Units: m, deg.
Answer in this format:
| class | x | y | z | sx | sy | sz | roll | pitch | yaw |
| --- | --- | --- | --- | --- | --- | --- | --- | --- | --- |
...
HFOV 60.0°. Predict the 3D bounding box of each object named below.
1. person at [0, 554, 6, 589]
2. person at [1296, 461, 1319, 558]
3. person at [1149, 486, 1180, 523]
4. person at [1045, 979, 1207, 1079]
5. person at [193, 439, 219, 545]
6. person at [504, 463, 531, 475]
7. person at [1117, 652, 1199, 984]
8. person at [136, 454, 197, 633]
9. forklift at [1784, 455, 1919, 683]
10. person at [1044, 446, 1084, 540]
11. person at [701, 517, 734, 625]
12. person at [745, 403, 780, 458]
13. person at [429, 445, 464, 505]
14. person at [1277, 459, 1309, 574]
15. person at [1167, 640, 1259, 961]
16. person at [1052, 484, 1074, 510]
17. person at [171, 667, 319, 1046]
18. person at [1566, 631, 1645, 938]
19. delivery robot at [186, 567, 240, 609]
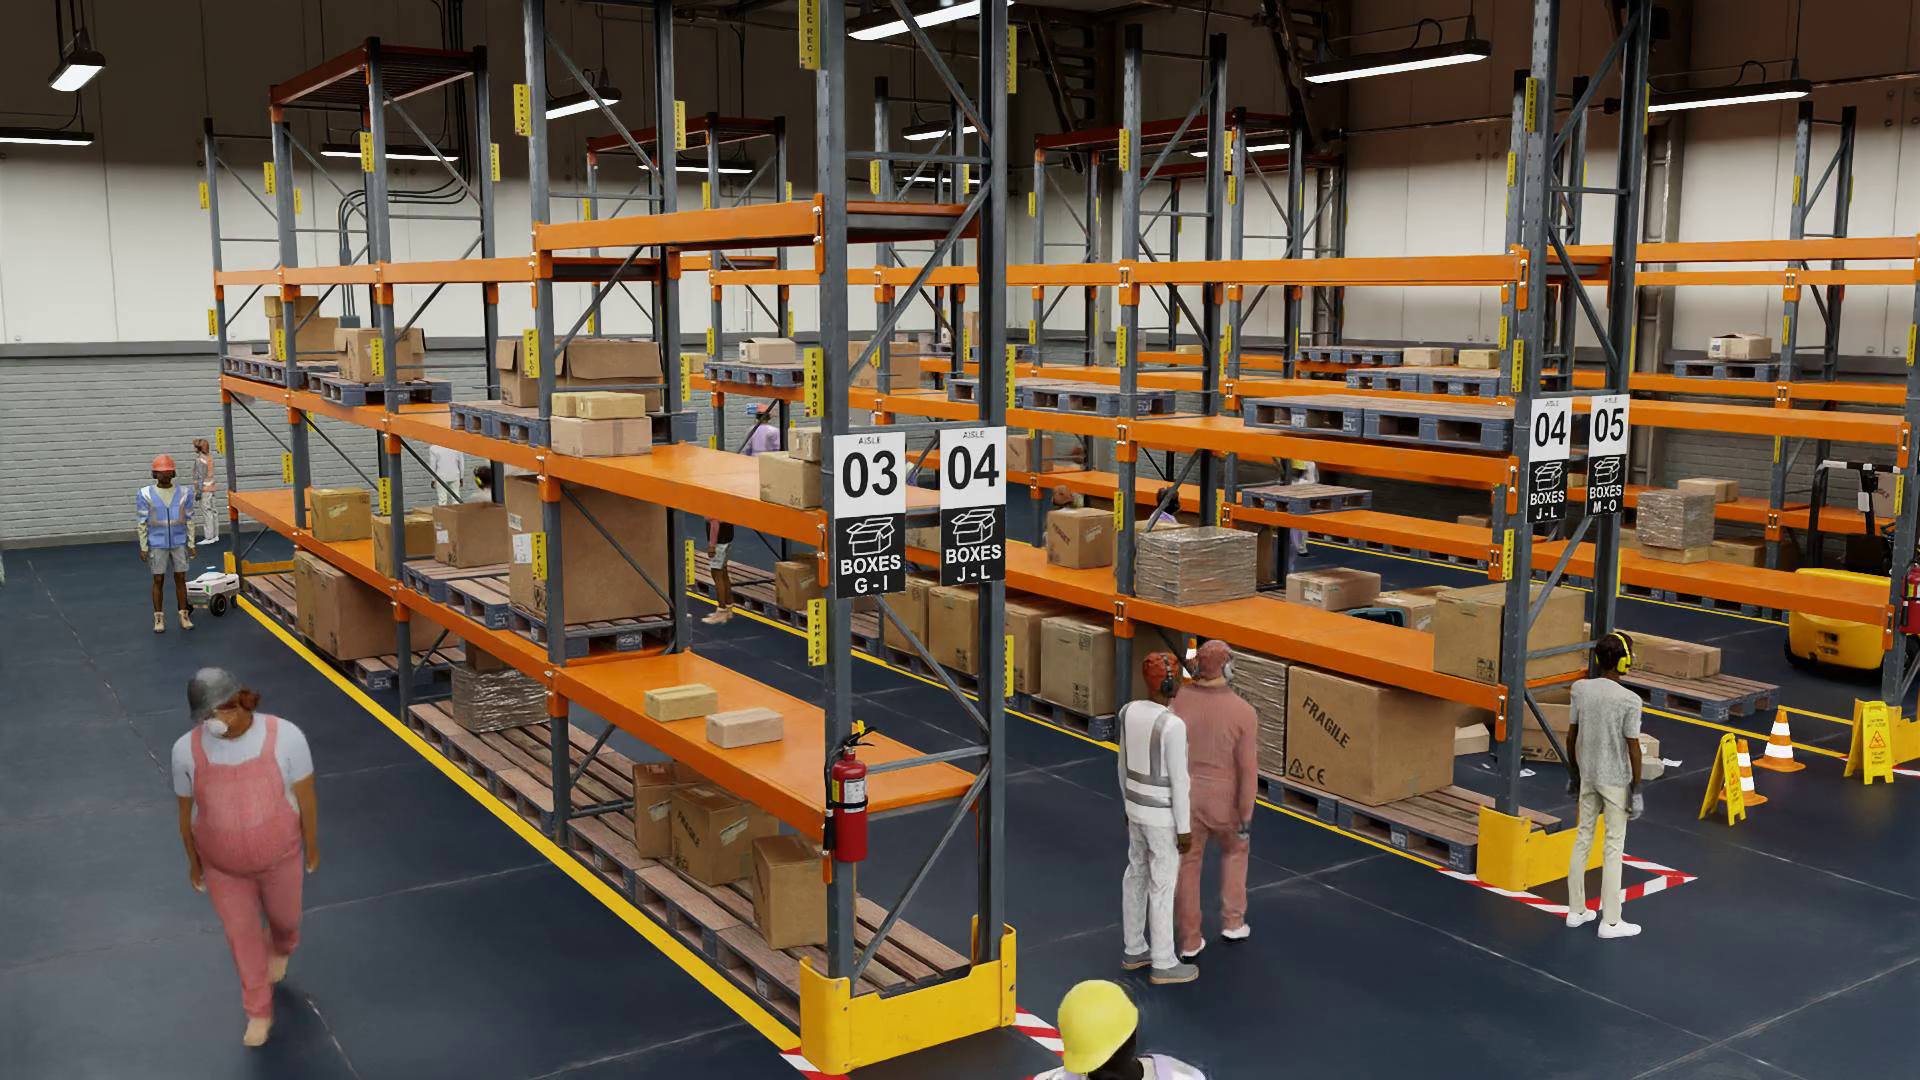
| class | x | y | z | sx | sy | sz | roll | pitch | yaw |
| --- | --- | --- | --- | --- | --- | --- | --- | --- | --- |
| person | -10.641 | 0.423 | 17.974 | 0.706 | 1.603 | 0.501 | 7 | 11 | 41 |
| person | 5.047 | -0.641 | 24.366 | 0.405 | 1.823 | 0.588 | -3 | 9 | -16 |
| person | 2.193 | 0.344 | 17.732 | 0.430 | 1.845 | 0.619 | 2 | 9 | 14 |
| person | 0.540 | 2.220 | 5.132 | 0.697 | 1.874 | 0.429 | -2 | 9 | -11 |
| person | -11.644 | -0.747 | 25.657 | 0.310 | 1.642 | 0.514 | -1 | 9 | -3 |
| person | -6.435 | -0.656 | 24.212 | 0.678 | 1.889 | 0.462 | 4 | 9 | 26 |
| person | 1.118 | 1.566 | 9.456 | 0.357 | 1.883 | 0.573 | -5 | 10 | -28 |
| person | -9.088 | 0.038 | 19.092 | 0.607 | 2.048 | 0.369 | -6 | 10 | -35 |
| forklift | 9.643 | 0.253 | 17.172 | 2.313 | 2.155 | 1.214 | -6 | 10 | -33 |
| person | 1.680 | -0.635 | 25.092 | 0.771 | 1.597 | 0.540 | 1 | 9 | 5 |
| person | -2.864 | -0.018 | 19.545 | 0.408 | 2.029 | 0.614 | 0 | 9 | 3 |
| person | -3.276 | -1.262 | 27.782 | 0.613 | 2.037 | 0.408 | 4 | 9 | 22 |
| person | -8.375 | -1.026 | 27.147 | 0.563 | 1.751 | 0.330 | -6 | 10 | -33 |
| person | 4.453 | -0.237 | 21.922 | 0.526 | 1.751 | 0.523 | -6 | 11 | -36 |
| person | 1.501 | 1.507 | 9.862 | 0.634 | 1.869 | 0.750 | 4 | 9 | 24 |
| person | 1.198 | 0.155 | 19.673 | 0.286 | 1.636 | 0.500 | 1 | 9 | 8 |
| person | -3.800 | 1.573 | 8.886 | 0.702 | 2.000 | 0.849 | -3 | 9 | -19 |
| person | 3.928 | 1.475 | 10.107 | 0.319 | 1.871 | 0.532 | -6 | 10 | -33 |
| delivery robot | -9.081 | 0.567 | 20.201 | 0.477 | 0.478 | 0.707 | 1 | 9 | 8 |
